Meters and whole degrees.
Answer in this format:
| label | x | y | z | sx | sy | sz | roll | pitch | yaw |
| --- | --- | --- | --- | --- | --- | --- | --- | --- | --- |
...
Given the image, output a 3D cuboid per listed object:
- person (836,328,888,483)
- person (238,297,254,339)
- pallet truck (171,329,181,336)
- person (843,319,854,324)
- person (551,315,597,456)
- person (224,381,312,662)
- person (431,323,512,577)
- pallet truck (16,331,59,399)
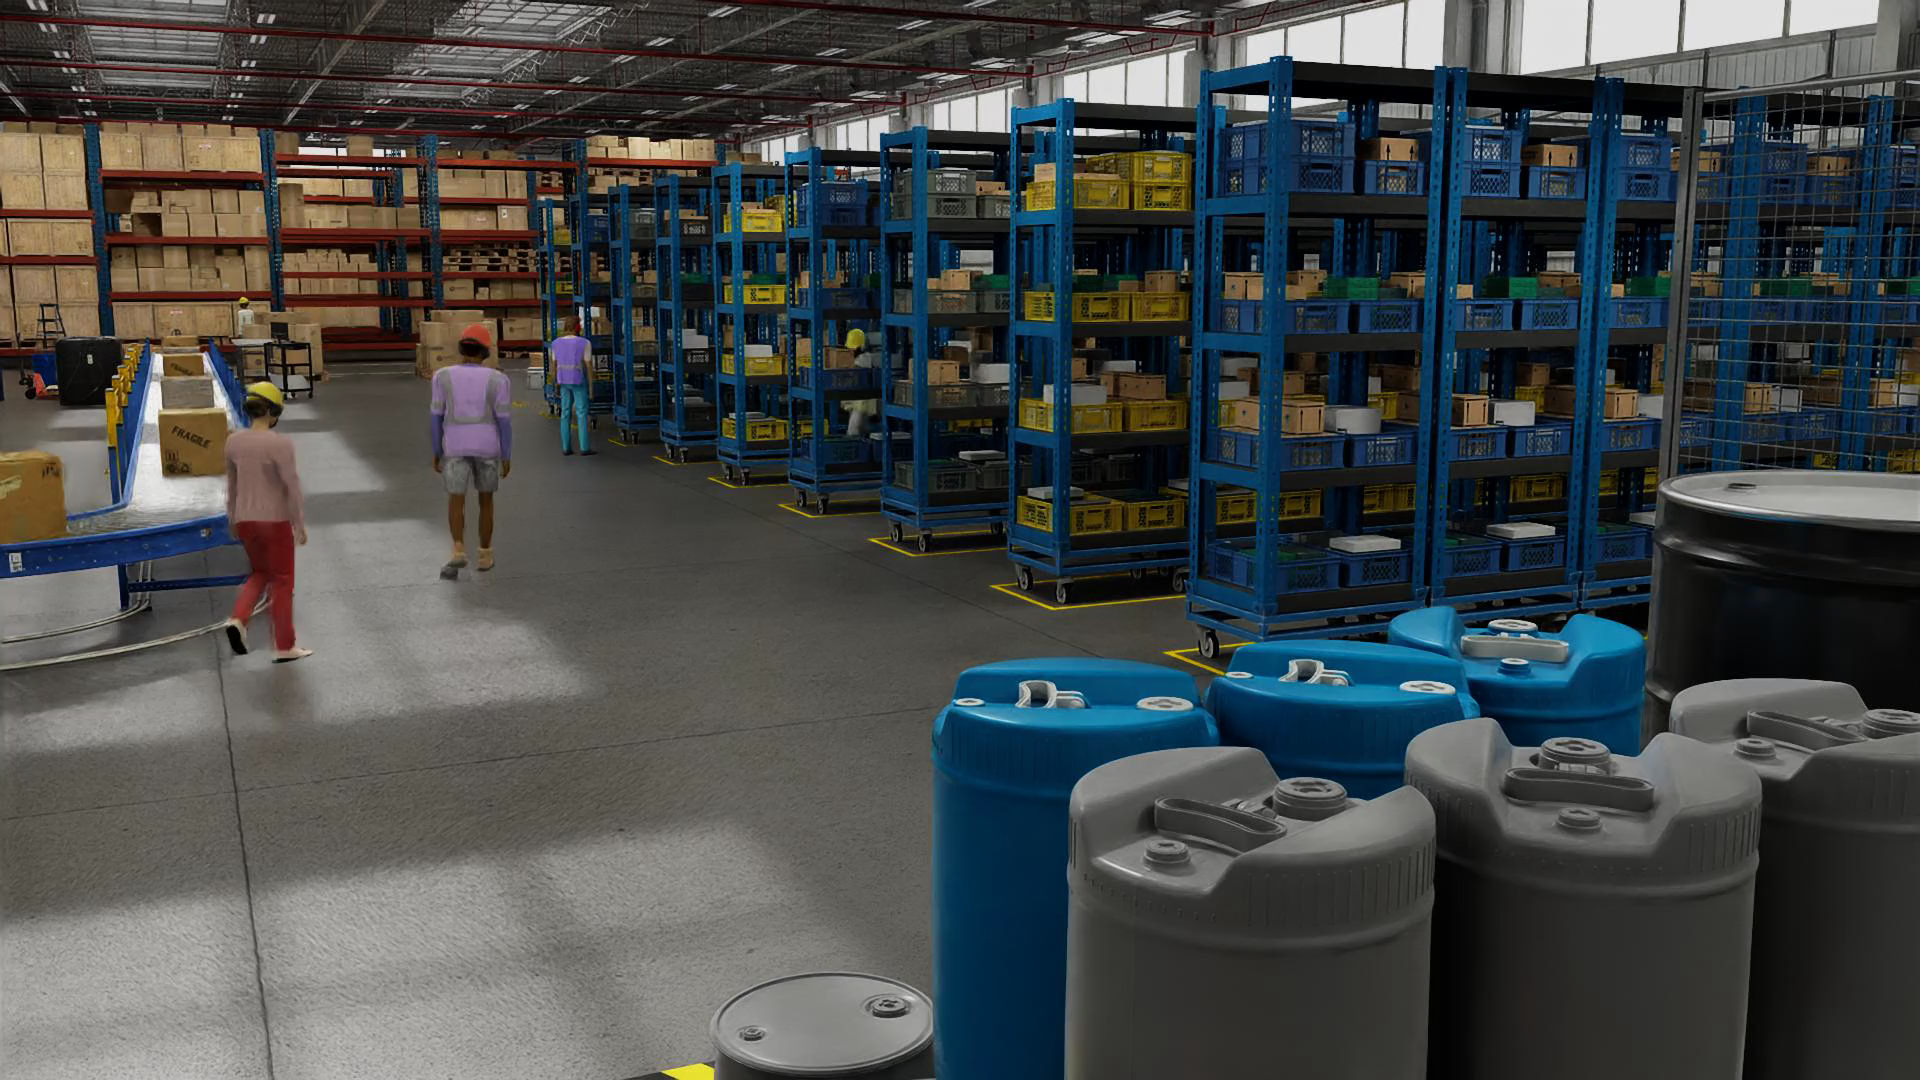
| label | x | y | z | sx | sy | sz | roll | pitch | yaw |
| --- | --- | --- | --- | --- | --- | --- | --- | --- | --- |
| person | -1.097 | -1.544 | 19.085 | 0.792 | 1.777 | 0.642 | -5 | 10 | -27 |
| person | -18.267 | -5.323 | 42.551 | 0.304 | 1.772 | 0.526 | 3 | 10 | 16 |
| pallet truck | -17.275 | -3.851 | 35.096 | 1.601 | 1.201 | 0.680 | 0 | 9 | 1 |
| person | -3.105 | -6.070 | 47.678 | 0.522 | 1.614 | 0.770 | 2 | 9 | 15 |
| person | -5.080 | -2.019 | 21.813 | 0.564 | 1.846 | 0.392 | 2 | 9 | 13 |
| person | -4.306 | -0.103 | 10.256 | 0.600 | 1.734 | 0.512 | 3 | 10 | 19 |
| person | -3.884 | -0.712 | 13.232 | 0.638 | 2.011 | 0.755 | -2 | 9 | -12 |
| pallet truck | -17.082 | -3.353 | 31.781 | 1.630 | 1.274 | 0.653 | -4 | 10 | -25 |
